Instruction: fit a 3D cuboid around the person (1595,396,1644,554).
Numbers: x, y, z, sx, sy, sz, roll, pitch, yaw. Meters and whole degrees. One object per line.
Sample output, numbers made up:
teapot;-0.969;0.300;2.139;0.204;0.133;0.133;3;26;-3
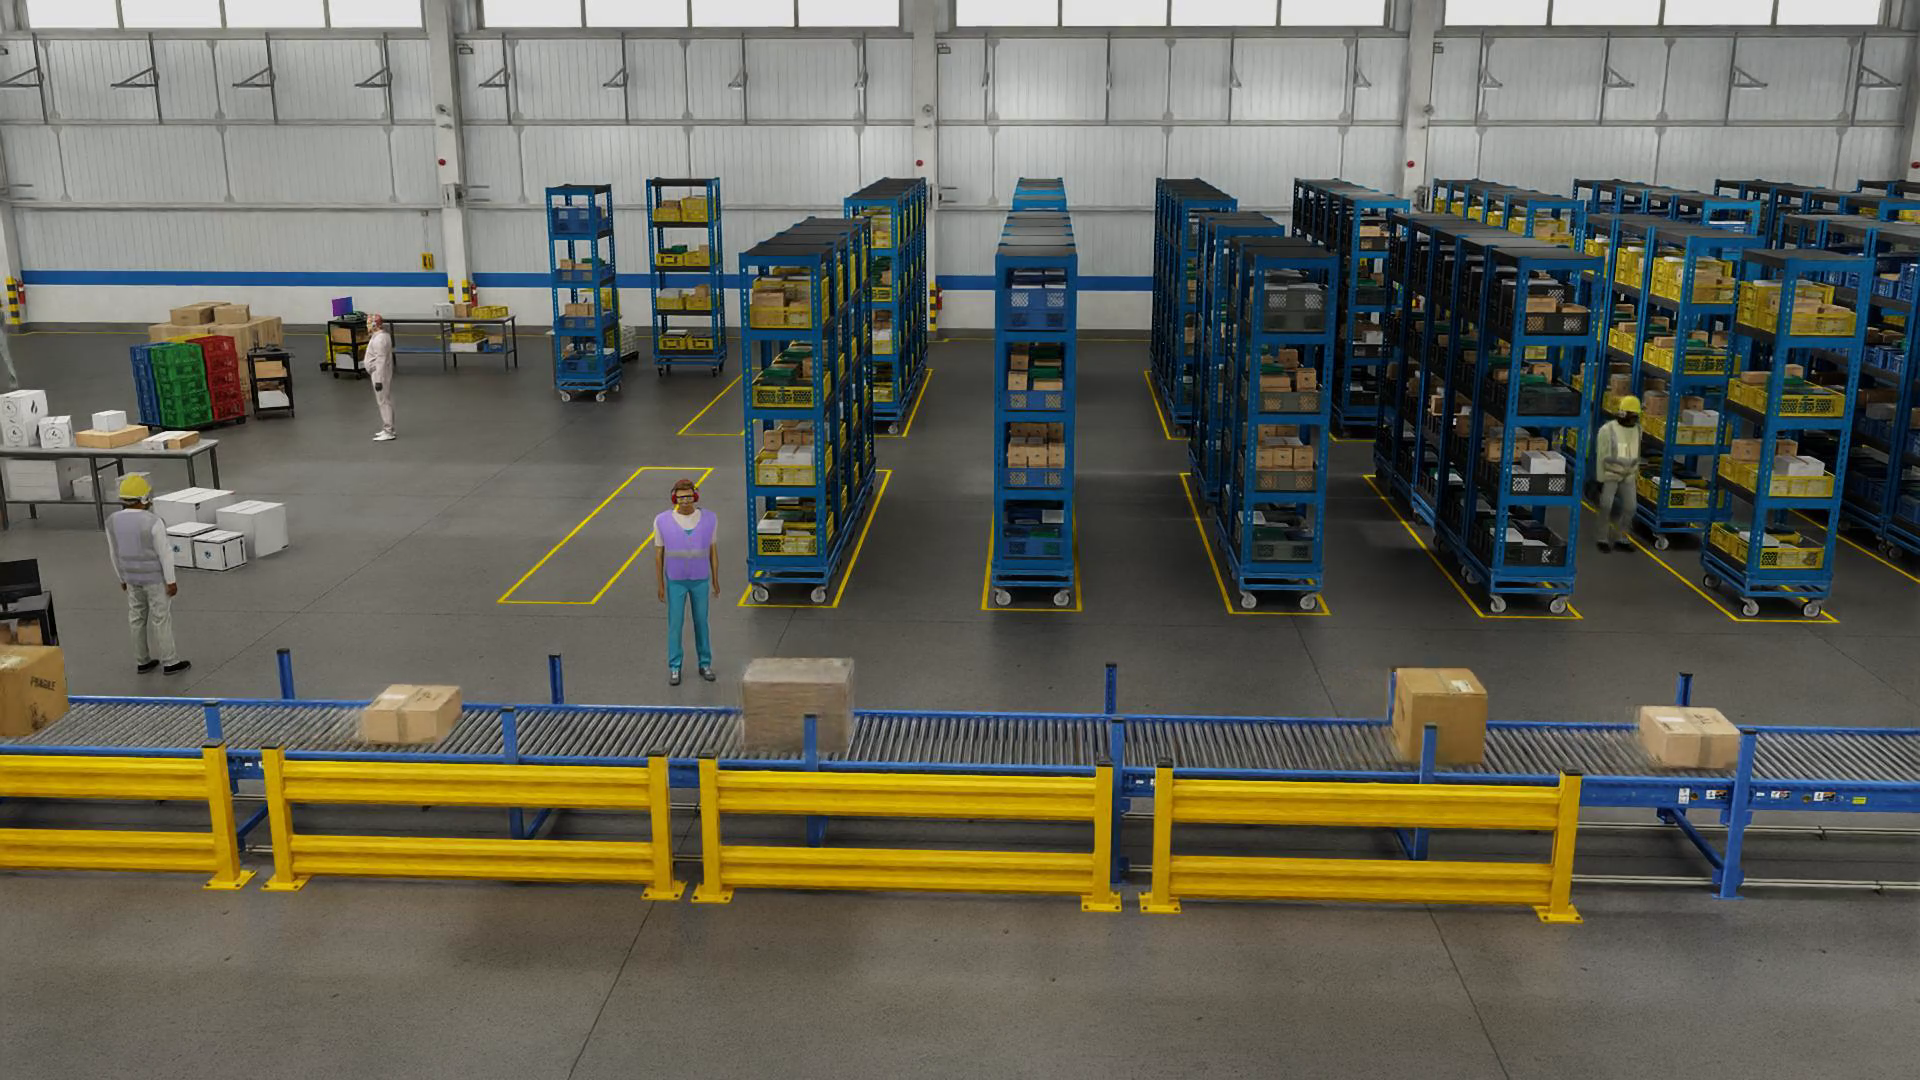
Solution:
person;7.456;-0.713;18.767;0.650;1.809;0.570;-4;15;-13

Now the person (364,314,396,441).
person;-8.738;-2.451;25.026;0.407;1.906;0.655;-3;15;-12

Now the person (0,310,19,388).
person;-17.093;-3.537;29.460;0.916;1.693;0.501;10;18;32

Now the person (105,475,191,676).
person;-7.272;0.315;14.889;0.586;1.837;0.403;3;15;11

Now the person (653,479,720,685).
person;-2.408;0.356;14.718;0.565;1.846;0.388;-5;16;-18
